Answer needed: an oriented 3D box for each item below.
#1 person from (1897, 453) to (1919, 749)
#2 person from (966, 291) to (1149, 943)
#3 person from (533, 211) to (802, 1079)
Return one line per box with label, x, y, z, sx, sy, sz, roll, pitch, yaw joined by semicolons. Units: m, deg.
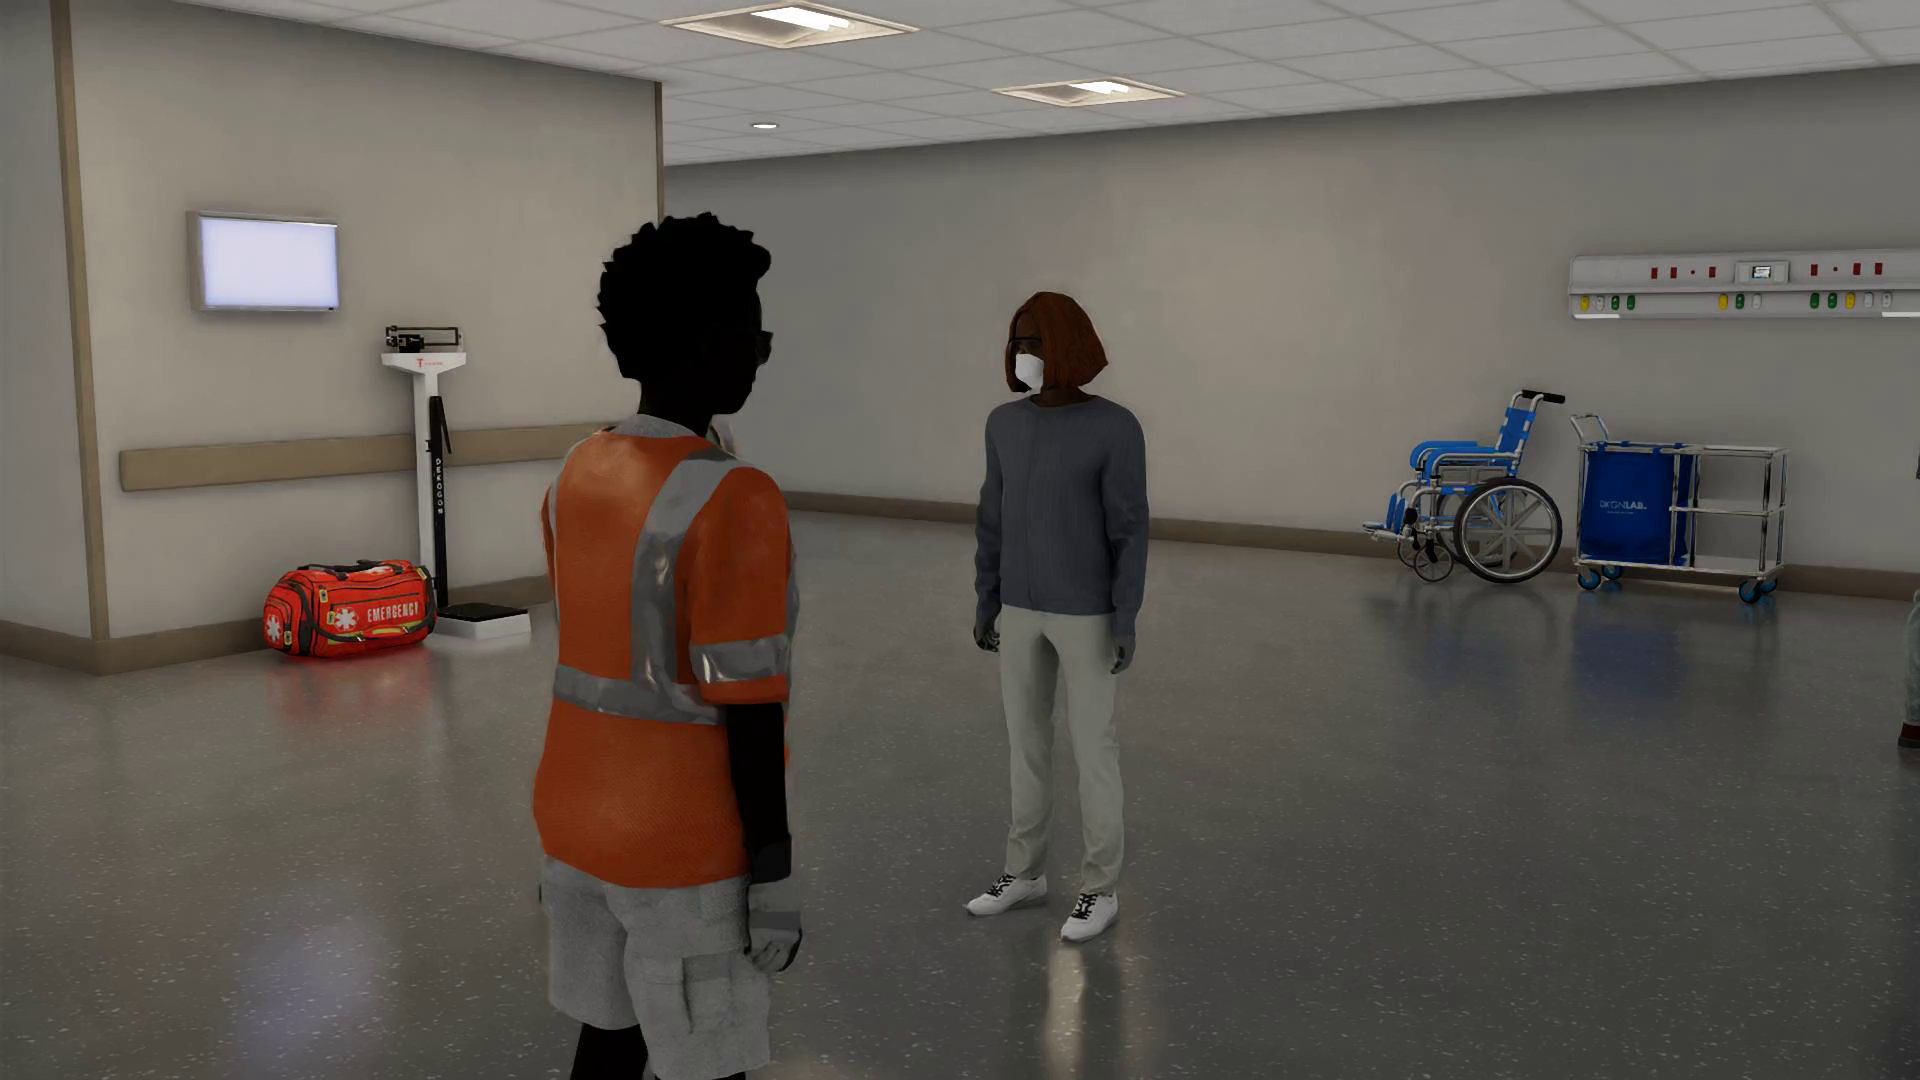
person;3.594;-0.165;5.893;0.353;1.936;0.635;2;7;12
person;0.242;0.192;4.233;0.507;1.631;0.266;6;9;40
person;-0.393;0.410;2.268;0.322;1.689;0.535;-6;9;-39
